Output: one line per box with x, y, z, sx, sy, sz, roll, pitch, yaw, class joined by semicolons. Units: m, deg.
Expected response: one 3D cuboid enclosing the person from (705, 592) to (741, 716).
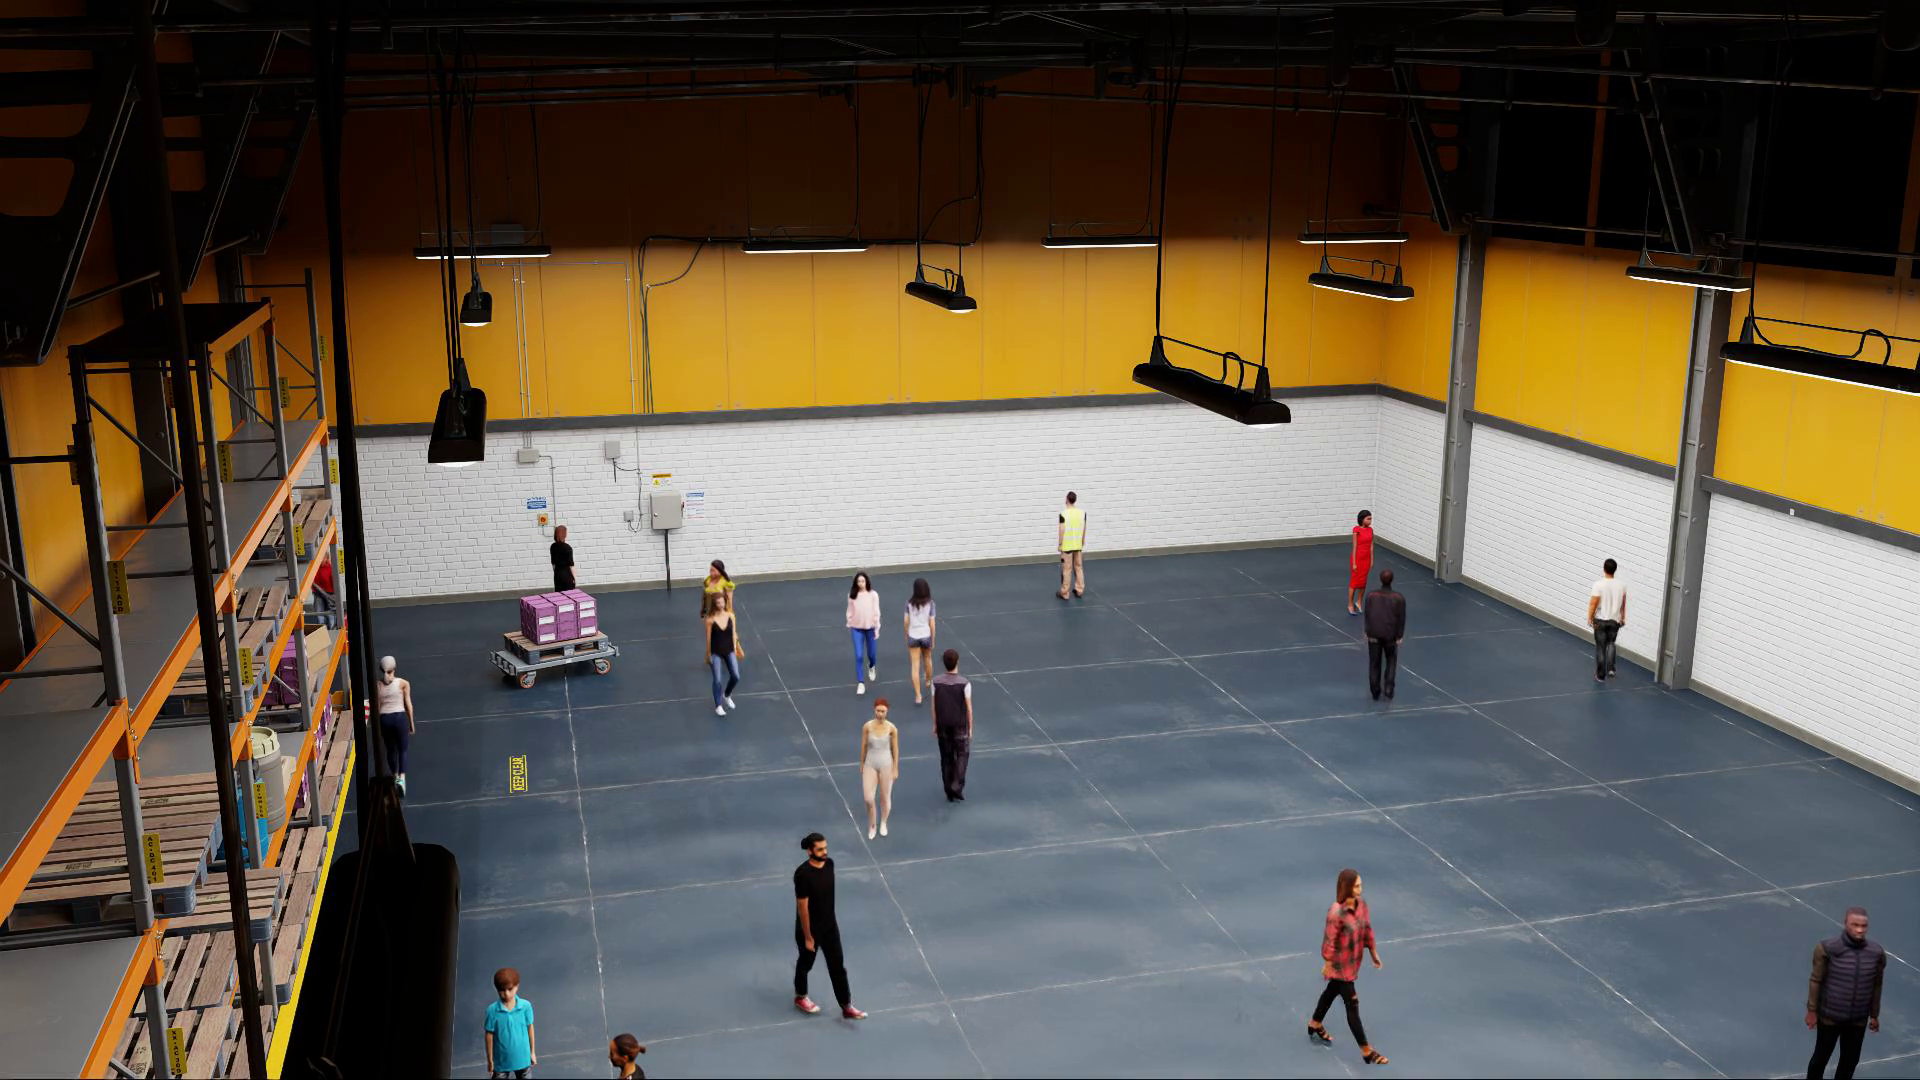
-3.237;1.506;22.429;0.654;1.710;0.697;-8;16;-29;person

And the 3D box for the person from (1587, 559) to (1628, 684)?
9.234;1.165;23.643;0.737;1.801;0.740;0;14;-1;person

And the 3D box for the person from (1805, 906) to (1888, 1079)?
6.923;3.715;13.039;0.771;1.836;0.705;1;14;6;person

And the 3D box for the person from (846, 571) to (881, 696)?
-1.336;1.267;23.322;0.808;1.754;0.942;1;14;5;person

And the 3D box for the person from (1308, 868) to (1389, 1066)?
3.177;3.555;14.080;1.156;1.657;0.956;13;19;43;person

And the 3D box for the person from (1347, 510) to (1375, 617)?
6.519;0.356;27.112;0.619;1.741;0.571;-7;15;-26;person

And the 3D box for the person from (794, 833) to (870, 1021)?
-1.329;3.384;14.642;1.131;1.725;1.002;11;17;38;person

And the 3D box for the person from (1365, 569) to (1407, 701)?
5.822;1.329;22.921;0.875;1.821;0.912;4;14;16;person

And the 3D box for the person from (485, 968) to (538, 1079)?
-3.463;3.966;12.824;0.540;1.448;0.512;-5;15;-21;person

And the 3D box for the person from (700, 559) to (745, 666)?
-3.504;1.066;24.385;0.990;1.644;1.048;7;15;27;person

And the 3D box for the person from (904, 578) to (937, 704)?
-0.563;1.417;22.856;0.733;1.682;1.143;0;14;-2;person

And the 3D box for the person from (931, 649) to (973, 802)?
-0.117;2.194;19.319;0.814;1.836;0.898;3;14;12;person

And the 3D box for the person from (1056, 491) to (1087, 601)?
1.868;0.081;28.027;0.769;1.845;0.781;-8;16;-29;person

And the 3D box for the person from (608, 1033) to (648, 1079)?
-2.243;4.175;11.496;0.656;1.668;0.474;-2;14;-10;person

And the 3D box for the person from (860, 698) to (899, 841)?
-0.889;2.505;18.485;0.665;1.624;0.702;0;14;1;person

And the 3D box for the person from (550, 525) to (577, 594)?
-6.237;0.600;26.179;0.648;1.706;0.700;7;15;27;person

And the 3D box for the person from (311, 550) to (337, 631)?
-9.557;0.894;25.044;0.716;1.669;0.765;2;14;9;person

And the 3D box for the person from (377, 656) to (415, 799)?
-6.662;2.219;19.546;0.587;1.680;1.067;-4;14;-15;person
